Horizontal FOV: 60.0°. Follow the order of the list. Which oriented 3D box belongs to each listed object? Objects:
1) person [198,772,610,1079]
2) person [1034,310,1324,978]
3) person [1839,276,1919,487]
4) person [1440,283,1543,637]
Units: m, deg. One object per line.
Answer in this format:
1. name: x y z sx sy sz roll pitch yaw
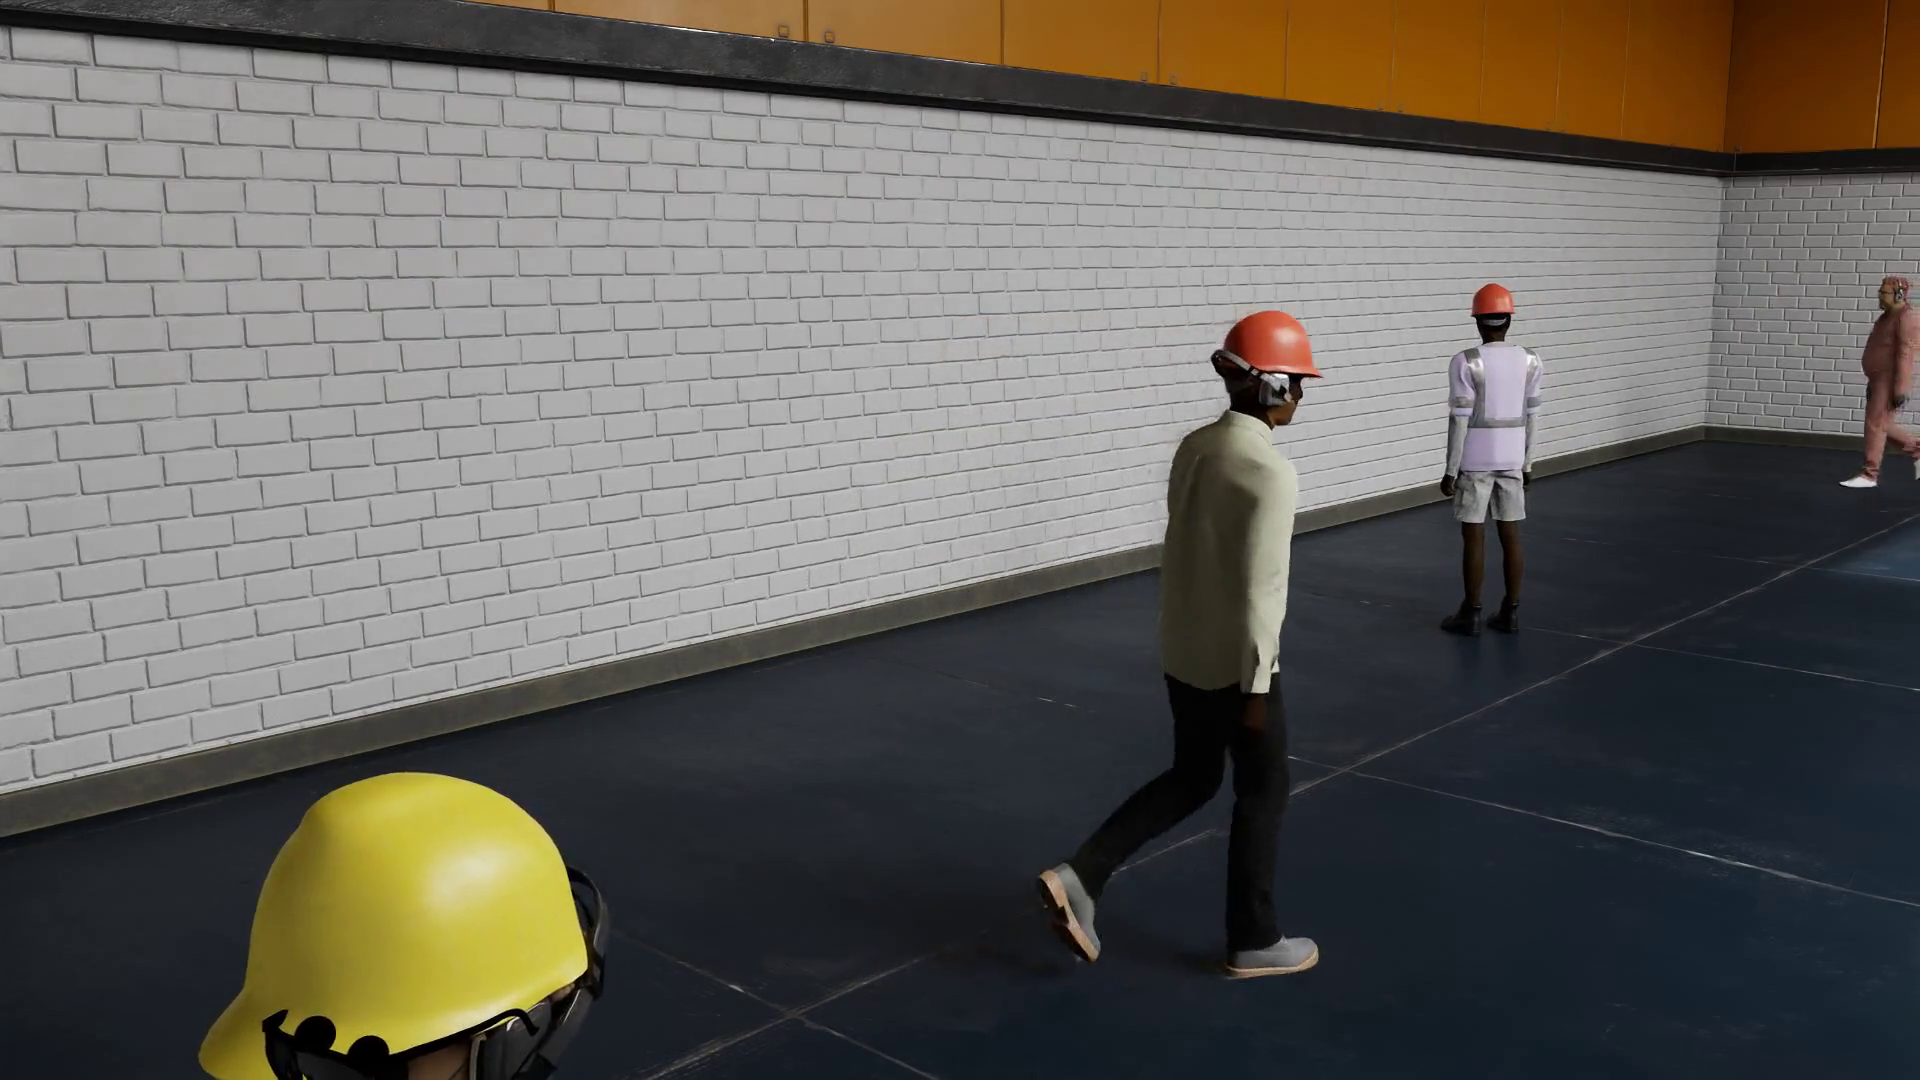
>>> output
1. person: -0.369 1.032 1.291 0.528 1.768 0.313 6 11 29
2. person: 0.667 0.329 4.737 0.770 1.961 0.642 -4 11 -20
3. person: 8.282 -1.392 14.748 0.709 1.885 0.654 3 10 16
4. person: 2.896 -0.433 9.147 0.548 1.934 0.374 -2 10 -12
